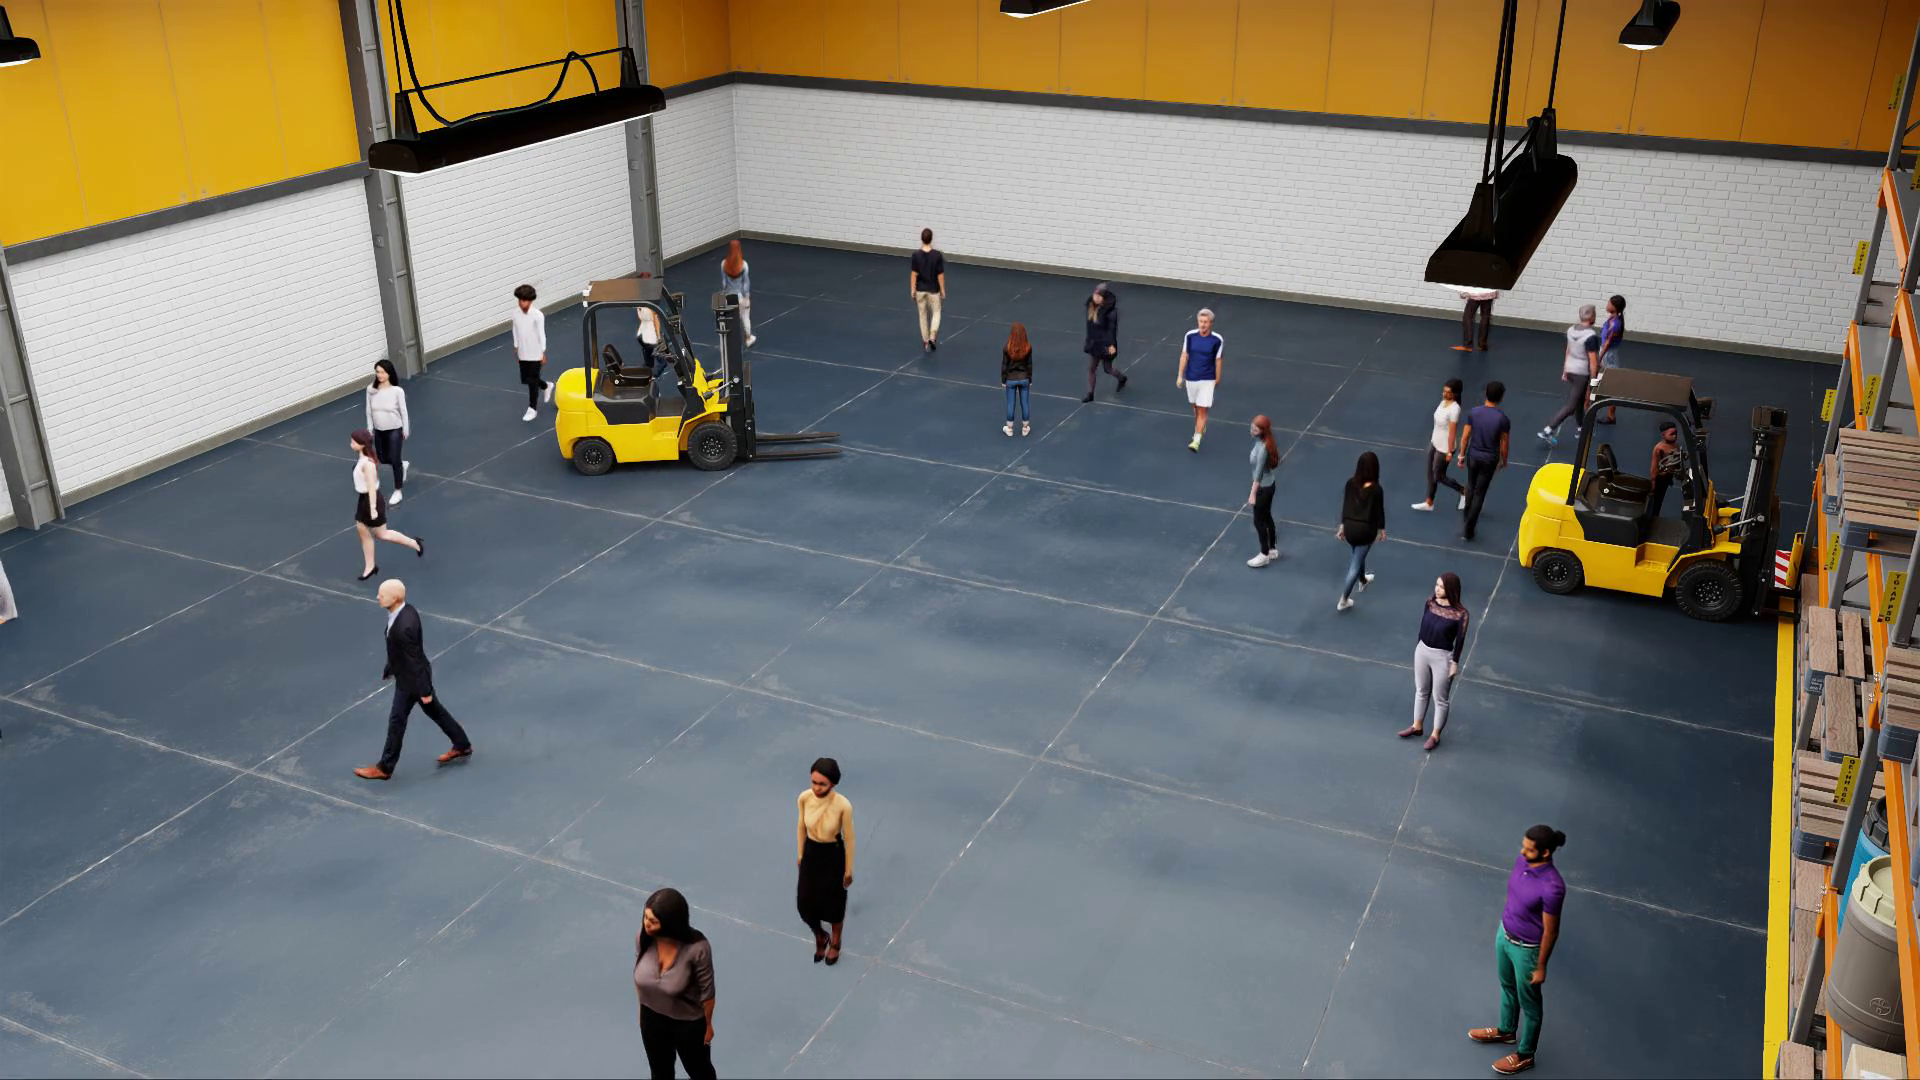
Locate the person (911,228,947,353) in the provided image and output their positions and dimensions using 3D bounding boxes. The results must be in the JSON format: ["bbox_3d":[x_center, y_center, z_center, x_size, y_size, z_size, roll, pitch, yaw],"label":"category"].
[{"bbox_3d":[-0.466,-3.633,24.434,0.839,1.850,0.932,0,24,0],"label":"person"}]

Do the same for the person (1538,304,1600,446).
[{"bbox_3d":[7.682,-2.041,20.865,1.220,1.792,1.219,-5,24,-11],"label":"person"}]

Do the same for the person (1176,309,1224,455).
[{"bbox_3d":[3.035,-2.031,20.858,0.649,1.779,1.181,11,26,24],"label":"person"}]

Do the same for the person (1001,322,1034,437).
[{"bbox_3d":[0.741,-2.064,21.306,0.627,1.480,0.643,-3,24,-6],"label":"person"}]

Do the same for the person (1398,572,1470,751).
[{"bbox_3d":[4.032,1.011,14.113,0.697,1.607,0.684,-16,28,-32],"label":"person"}]

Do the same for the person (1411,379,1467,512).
[{"bbox_3d":[5.542,-1.048,18.802,0.831,1.623,0.896,2,24,4],"label":"person"}]

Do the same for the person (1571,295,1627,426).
[{"bbox_3d":[8.497,-2.312,21.567,0.756,1.726,0.811,5,24,11],"label":"person"}]

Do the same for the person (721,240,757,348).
[{"bbox_3d":[-3.315,-3.514,24.398,0.765,1.661,1.165,6,24,14],"label":"person"}]

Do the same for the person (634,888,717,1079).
[{"bbox_3d":[-1.657,2.800,9.734,0.662,1.837,0.622,7,25,16],"label":"person"}]

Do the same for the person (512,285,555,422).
[{"bbox_3d":[-5.614,-2.500,21.918,0.682,1.789,0.994,9,25,19],"label":"person"}]

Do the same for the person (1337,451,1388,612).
[{"bbox_3d":[3.960,-0.059,16.564,0.776,1.604,1.094,19,30,37],"label":"person"}]

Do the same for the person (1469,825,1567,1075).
[{"bbox_3d":[3.563,2.532,10.436,0.773,1.766,0.677,-4,24,-9],"label":"person"}]

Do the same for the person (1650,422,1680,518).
[{"bbox_3d":[7.809,-0.722,18.518,0.572,1.254,0.659,-13,27,-28],"label":"person"}]

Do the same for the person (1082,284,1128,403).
[{"bbox_3d":[1.975,-2.674,22.493,1.120,1.648,0.904,-20,30,-37],"label":"person"}]

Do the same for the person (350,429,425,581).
[{"bbox_3d":[-6.010,-0.360,17.224,1.036,1.627,0.887,-13,27,-28],"label":"person"}]

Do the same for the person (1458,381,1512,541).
[{"bbox_3d":[5.676,-0.837,18.143,0.728,1.765,0.920,13,27,27],"label":"person"}]

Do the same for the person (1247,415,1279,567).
[{"bbox_3d":[3.229,-0.526,17.502,0.862,1.709,0.568,13,27,27],"label":"person"}]

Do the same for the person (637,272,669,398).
[{"bbox_3d":[-4.247,-2.700,22.397,0.695,1.772,0.704,21,31,39],"label":"person"}]

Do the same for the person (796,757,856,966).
[{"bbox_3d":[-0.886,2.179,11.392,0.636,1.646,0.657,7,25,17],"label":"person"}]

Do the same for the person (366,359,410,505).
[{"bbox_3d":[-6.590,-1.298,19.295,0.801,1.688,0.988,2,24,5],"label":"person"}]

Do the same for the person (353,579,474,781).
[{"bbox_3d":[-4.410,1.124,13.663,1.236,1.760,1.187,-8,25,-17],"label":"person"}]
